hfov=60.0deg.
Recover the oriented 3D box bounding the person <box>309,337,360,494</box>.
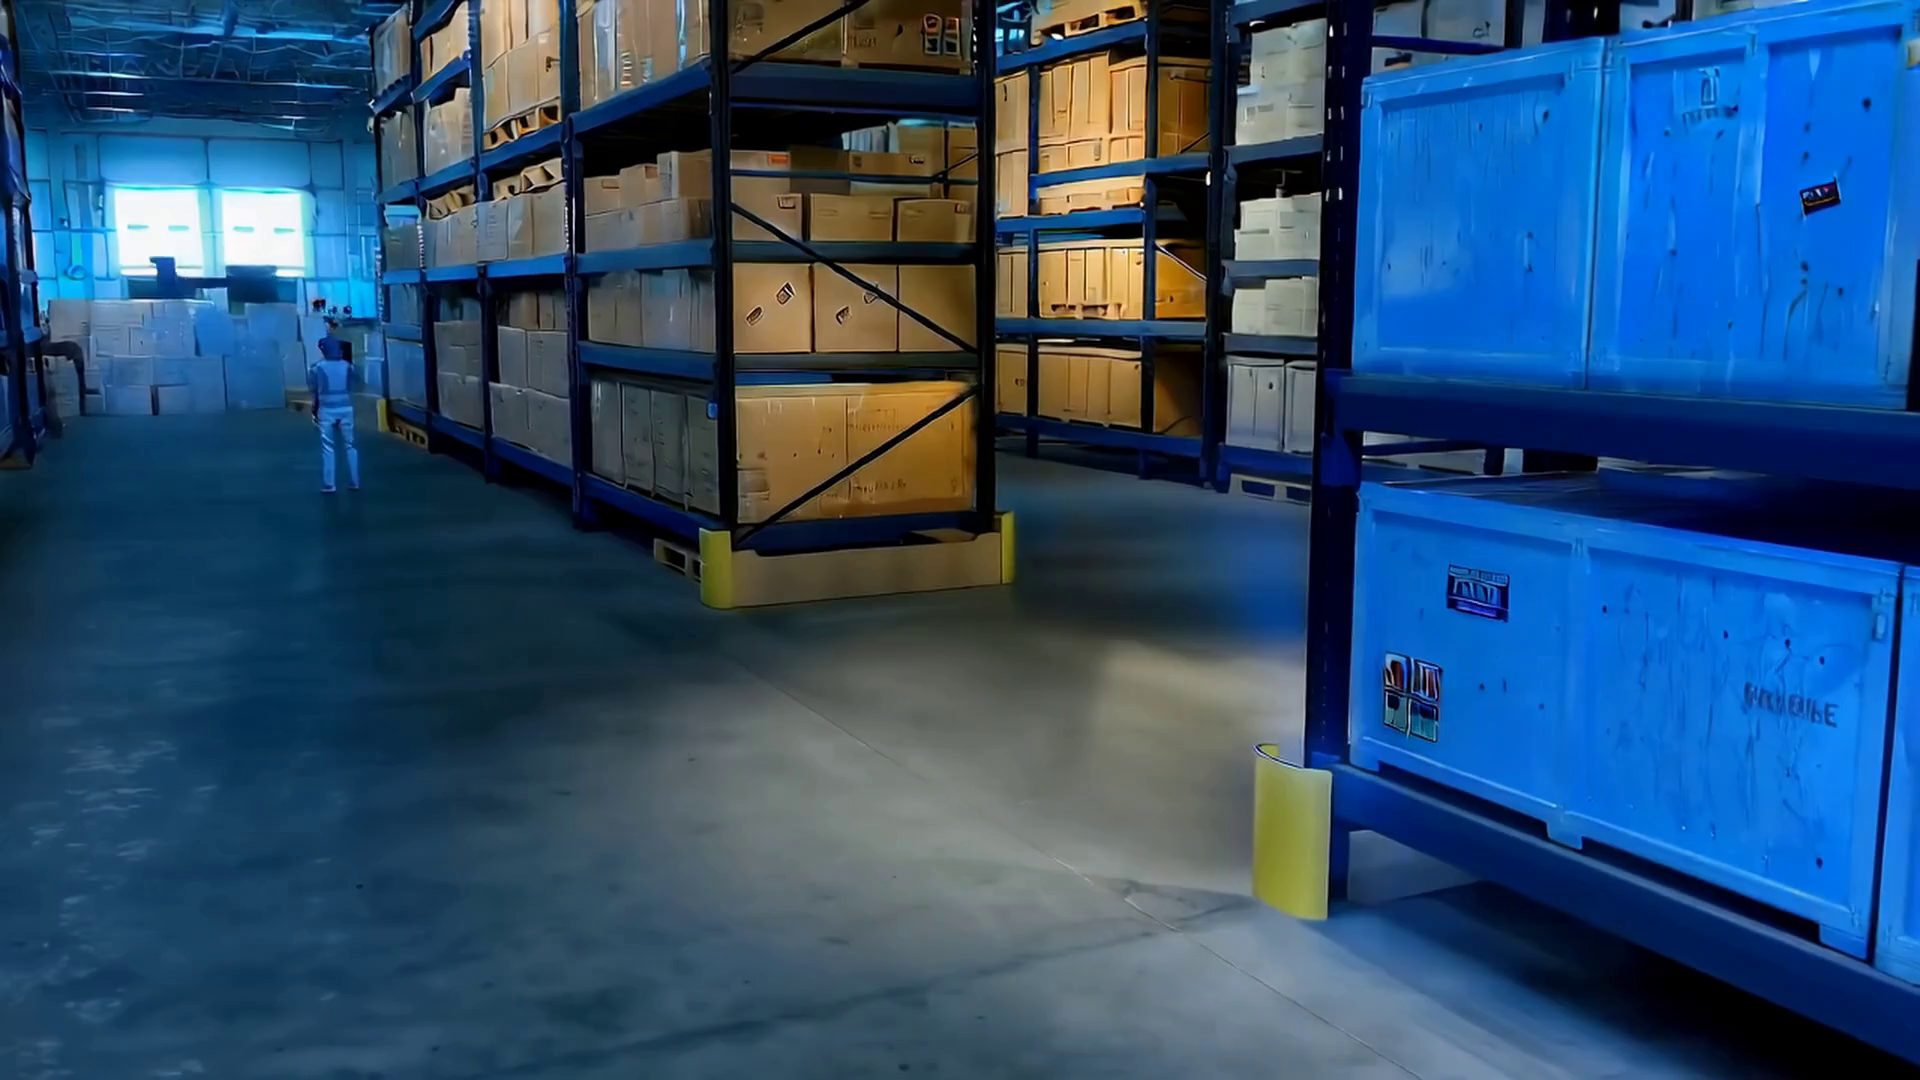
[{"bbox_3d":[-6.523,-1.297,17.331,0.314,1.632,0.514,7,11,39],"label":"person"}]

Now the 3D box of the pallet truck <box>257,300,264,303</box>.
[{"bbox_3d":[-23.913,-7.404,58.171,1.885,1.965,0.823,-1,8,-9],"label":"pallet truck"}]

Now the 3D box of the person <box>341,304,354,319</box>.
[{"bbox_3d":[-21.051,-7.189,57.139,0.594,1.866,0.552,5,9,29],"label":"person"}]

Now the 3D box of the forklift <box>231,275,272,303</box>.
[{"bbox_3d":[-17.145,-5.261,40.370,1.129,2.768,1.873,-4,9,-26],"label":"forklift"}]

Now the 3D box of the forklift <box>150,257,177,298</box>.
[{"bbox_3d":[-15.439,-4.114,32.461,1.873,2.768,1.129,-4,9,-26],"label":"forklift"}]

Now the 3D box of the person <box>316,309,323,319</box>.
[{"bbox_3d":[-24.204,-7.913,62.956,0.386,1.622,0.538,-5,10,-33],"label":"person"}]
